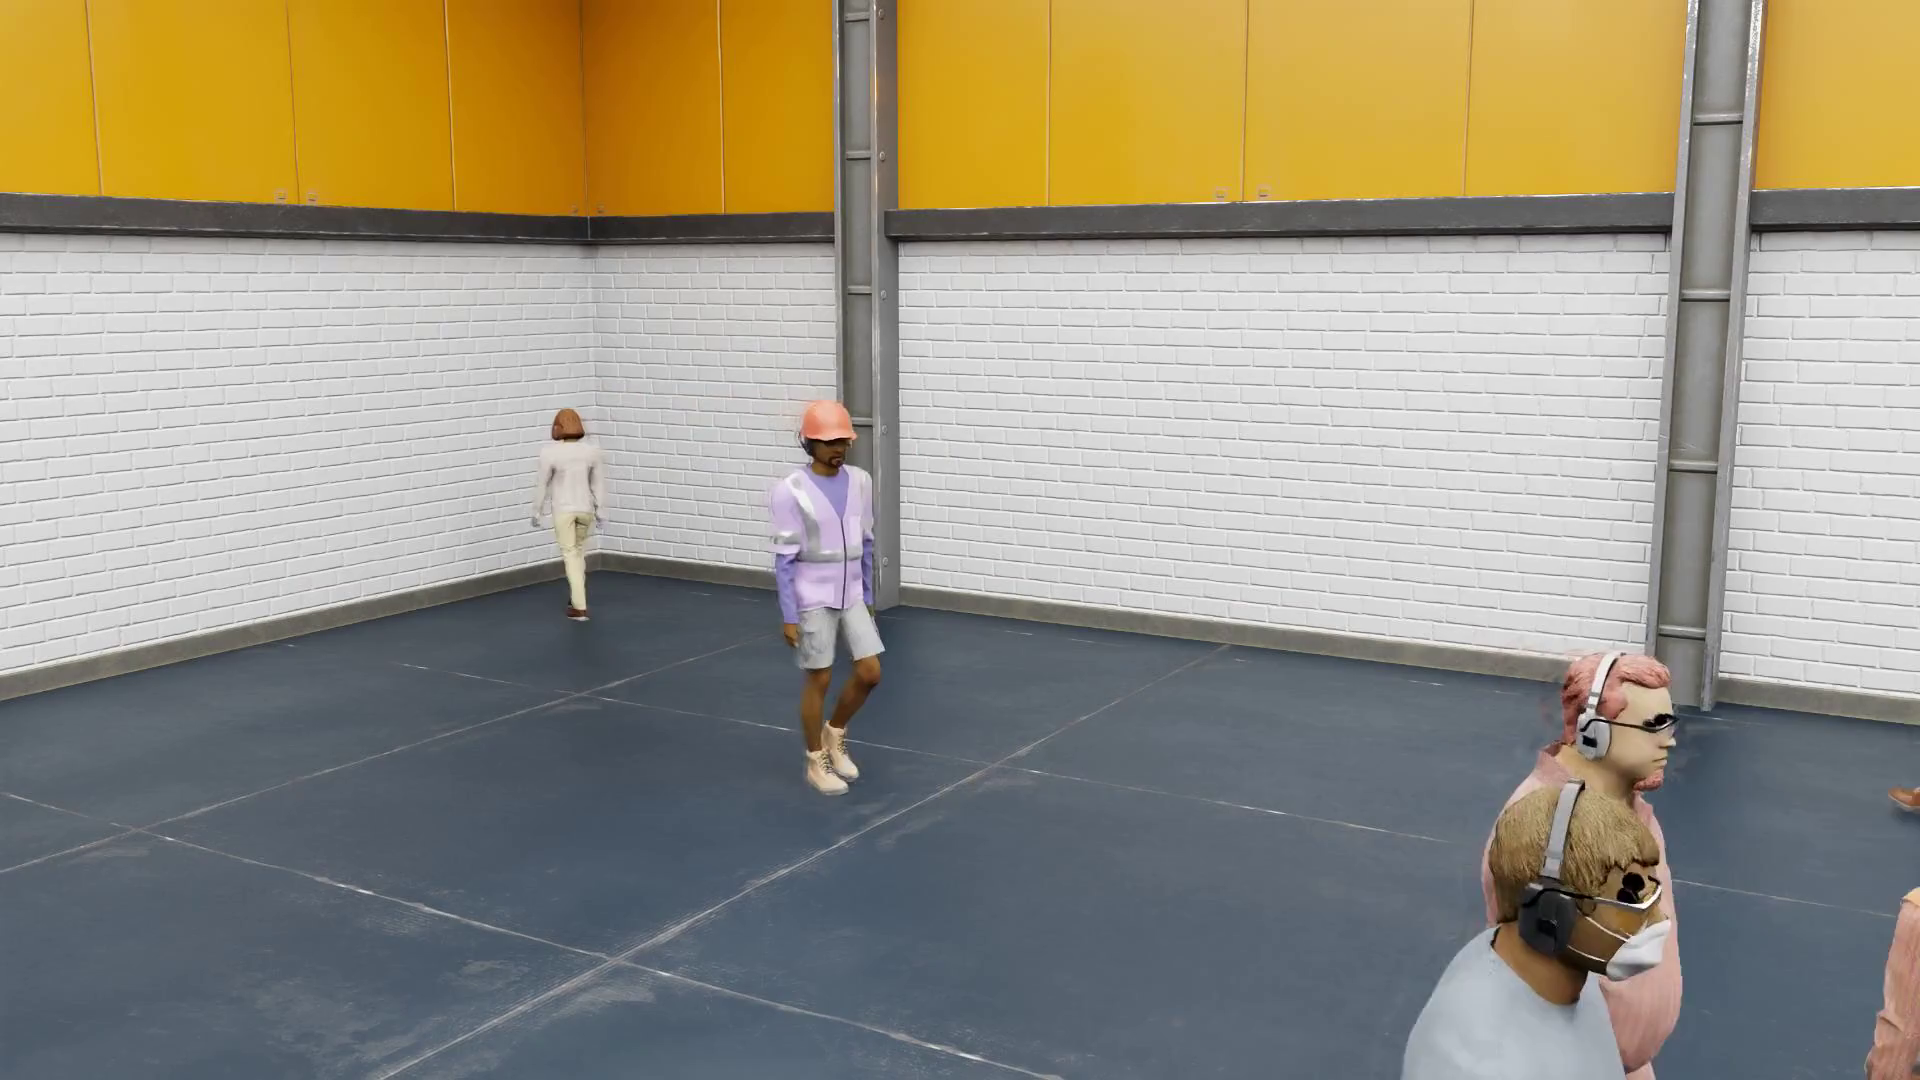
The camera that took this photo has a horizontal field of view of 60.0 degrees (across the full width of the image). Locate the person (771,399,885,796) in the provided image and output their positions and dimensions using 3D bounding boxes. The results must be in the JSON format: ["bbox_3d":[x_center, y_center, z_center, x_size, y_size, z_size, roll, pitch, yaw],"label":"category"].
[{"bbox_3d":[-0.650,0.299,8.400,0.631,2.023,0.431,-8,12,-40],"label":"person"}]

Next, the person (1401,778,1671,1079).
[{"bbox_3d":[0.946,1.298,2.498,0.864,1.907,0.647,4,10,25],"label":"person"}]

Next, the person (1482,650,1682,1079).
[{"bbox_3d":[1.335,1.145,3.675,1.017,1.858,0.668,7,12,38],"label":"person"}]

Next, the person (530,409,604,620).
[{"bbox_3d":[-3.050,-0.208,12.852,0.516,1.607,0.686,-8,12,-40],"label":"person"}]

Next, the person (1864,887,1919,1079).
[{"bbox_3d":[2.235,1.250,3.677,0.537,1.626,0.371,-2,9,-15],"label":"person"}]

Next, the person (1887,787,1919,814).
[{"bbox_3d":[4.904,0.422,7.959,0.631,1.917,0.808,-8,12,-41],"label":"person"}]
